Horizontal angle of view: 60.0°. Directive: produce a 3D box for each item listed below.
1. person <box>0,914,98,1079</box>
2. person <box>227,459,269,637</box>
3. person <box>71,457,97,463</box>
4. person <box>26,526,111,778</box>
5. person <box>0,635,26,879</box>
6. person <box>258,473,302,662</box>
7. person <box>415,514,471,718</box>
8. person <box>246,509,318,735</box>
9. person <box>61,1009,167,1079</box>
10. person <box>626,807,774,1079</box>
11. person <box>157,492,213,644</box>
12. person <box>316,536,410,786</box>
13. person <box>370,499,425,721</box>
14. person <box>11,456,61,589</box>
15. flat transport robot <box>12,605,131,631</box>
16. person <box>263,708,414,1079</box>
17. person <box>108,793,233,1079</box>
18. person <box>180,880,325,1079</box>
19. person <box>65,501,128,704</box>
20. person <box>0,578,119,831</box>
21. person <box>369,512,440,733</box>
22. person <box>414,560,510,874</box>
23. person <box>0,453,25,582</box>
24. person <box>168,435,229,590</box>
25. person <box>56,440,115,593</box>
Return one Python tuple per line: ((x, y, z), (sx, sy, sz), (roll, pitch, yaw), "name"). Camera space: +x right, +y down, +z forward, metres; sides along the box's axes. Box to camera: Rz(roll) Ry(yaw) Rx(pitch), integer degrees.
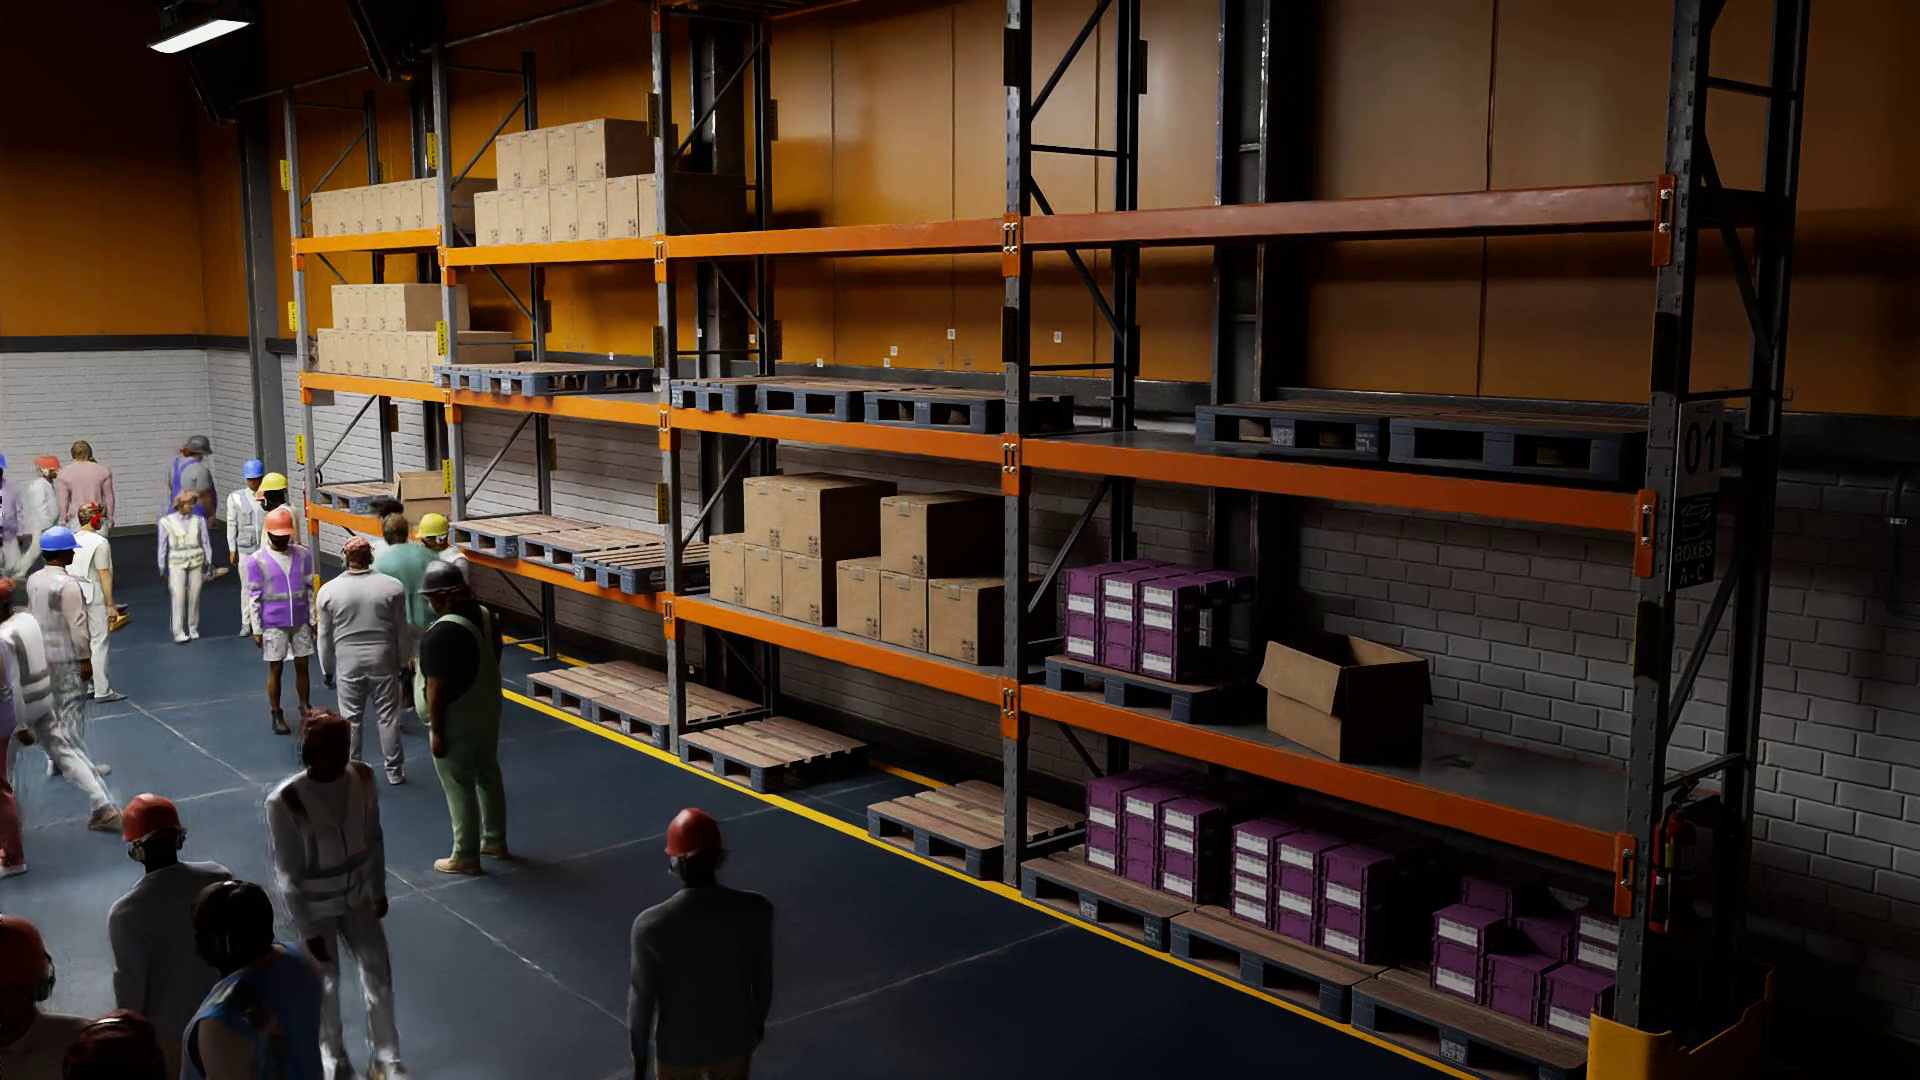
((-2.622, 1.996, 4.676), (0.627, 1.985, 0.409), (-3, 9, -20), "person")
((-7.631, 0.085, 18.088), (0.615, 1.942, 0.407), (-3, 9, -19), "person")
((-11.349, -0.324, 21.679), (0.487, 1.729, 0.322), (5, 9, 30), "person")
((-6.826, 0.863, 12.667), (0.605, 1.948, 0.384), (5, 10, 31), "person")
((-6.175, 1.192, 10.503), (0.393, 1.919, 0.582), (-5, 10, -32), "person")
((-6.881, 0.272, 16.877), (0.381, 1.919, 0.585), (-1, 8, -8), "person")
((-4.499, 0.672, 14.424), (0.591, 1.824, 0.404), (5, 10, 32), "person")
((-5.684, 0.684, 14.010), (0.553, 1.923, 0.391), (-8, 11, -44), "person")
((-2.113, 2.104, 4.305), (0.576, 1.876, 0.360), (-1, 8, -6), "person")
((-0.986, 1.875, 6.335), (0.582, 1.747, 0.348), (-3, 9, -23), "person")
((-8.224, 0.306, 17.747), (0.675, 1.597, 0.556), (7, 11, 42), "person")
((-4.460, 0.919, 12.467), (0.648, 1.902, 0.400), (-3, 9, -19), "person")
((-4.883, 0.609, 14.500), (0.625, 1.933, 0.852), (1, 8, 7), "person")
((-11.620, -0.221, 21.062), (0.867, 1.707, 0.590), (-1, 8, -6), "person")
((-10.034, 0.877, 18.368), (1.431, 0.197, 0.652), (-1, 8, -9), "flat transport robot")
((-2.788, 1.658, 7.483), (0.617, 1.858, 0.611), (6, 10, 37), "person")
((-3.099, 1.846, 6.526), (0.339, 1.745, 0.561), (3, 9, 21), "person")
((-2.258, 1.975, 5.317), (0.429, 1.839, 0.634), (0, 8, 1), "person")
((-7.883, 0.572, 15.089), (0.560, 1.836, 0.394), (5, 10, 31), "person")
((-6.239, 1.133, 11.207), (0.969, 1.833, 0.645), (0, 8, -3), "person")
((-4.552, 0.720, 13.840), (0.881, 1.910, 0.636), (7, 11, 40), "person")
((-3.230, 1.106, 10.658), (0.537, 2.000, 0.693), (3, 9, 17), "person")
((-11.185, -0.074, 19.276), (0.647, 1.926, 0.616), (5, 10, 33), "person")
((-9.677, -0.401, 21.130), (0.709, 2.000, 0.887), (6, 10, 34), "person")
((-10.781, -0.264, 20.550), (0.627, 1.936, 0.374), (-5, 10, -32), "person")
